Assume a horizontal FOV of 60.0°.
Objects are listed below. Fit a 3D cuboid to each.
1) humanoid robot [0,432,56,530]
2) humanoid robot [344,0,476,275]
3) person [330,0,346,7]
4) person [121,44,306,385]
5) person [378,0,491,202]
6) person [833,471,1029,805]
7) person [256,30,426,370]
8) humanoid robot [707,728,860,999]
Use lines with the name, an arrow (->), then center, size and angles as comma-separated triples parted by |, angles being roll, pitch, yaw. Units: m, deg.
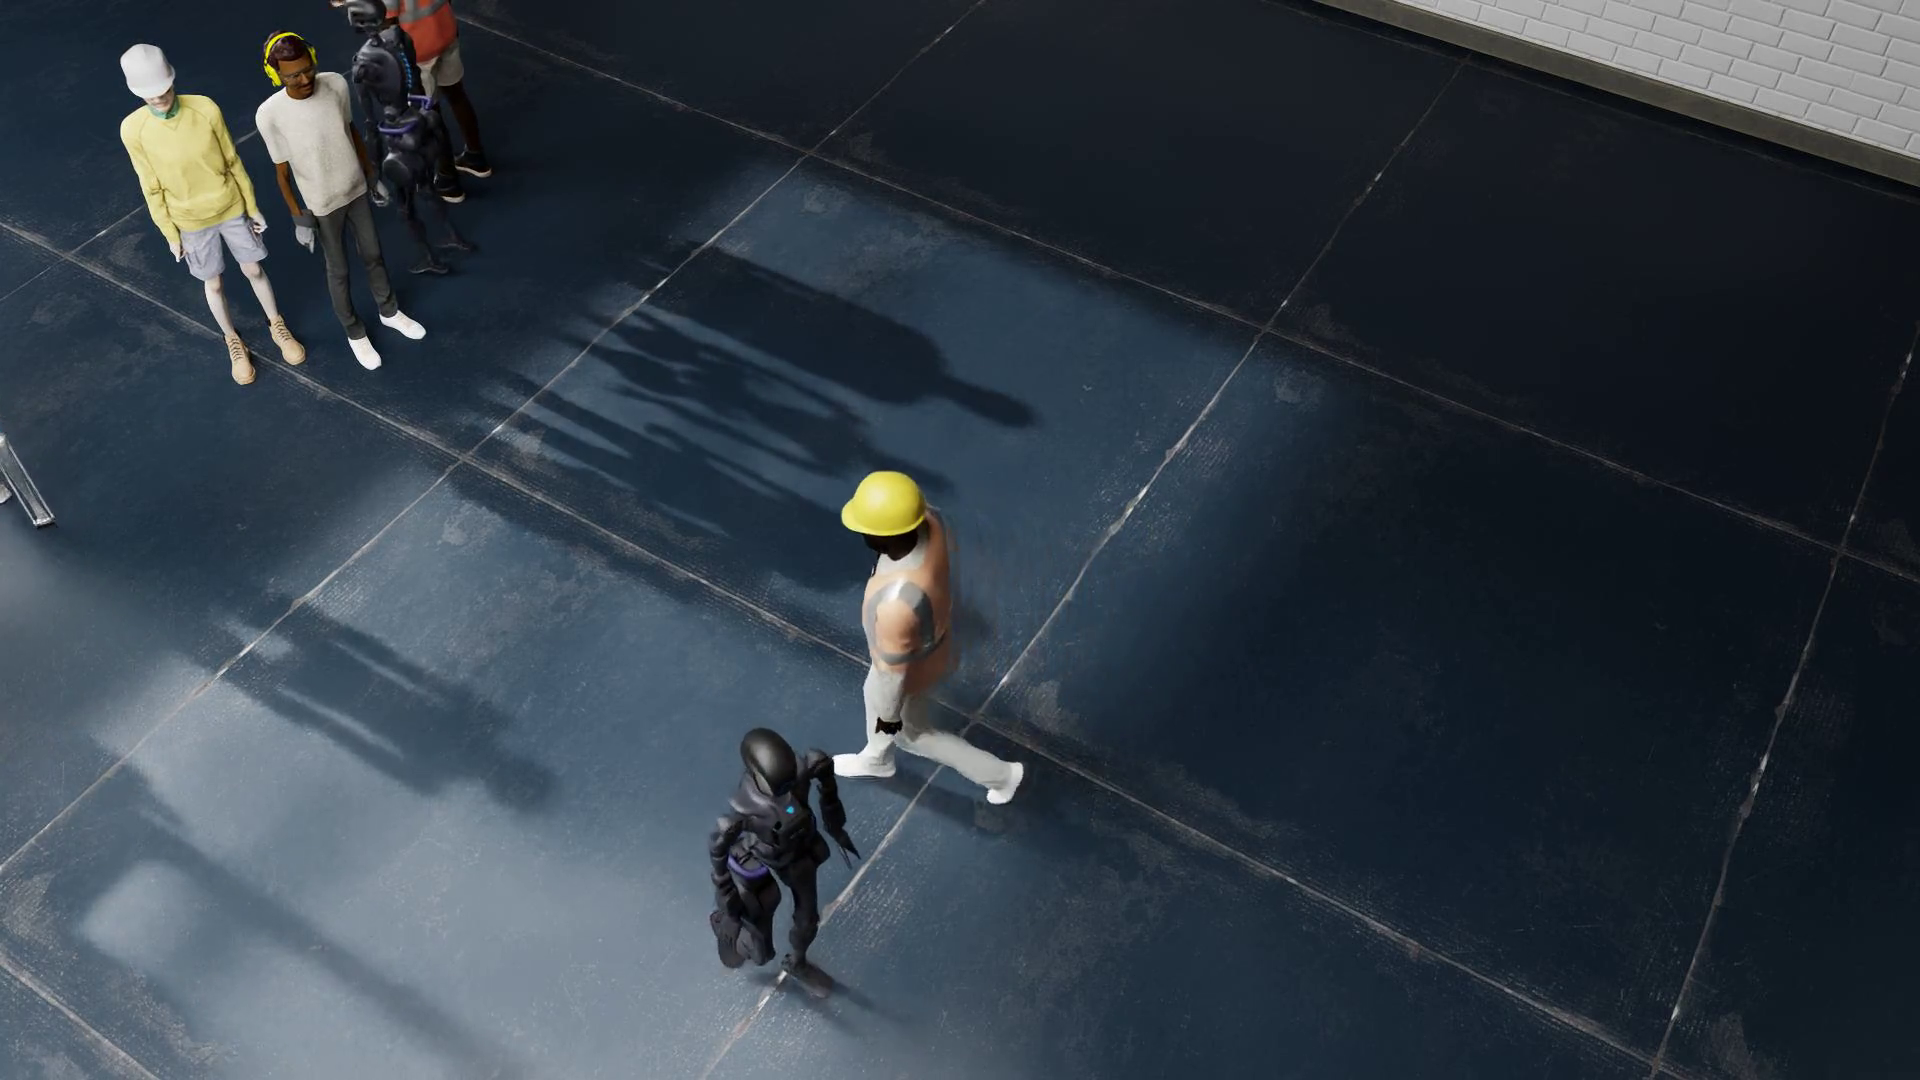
humanoid robot -> -4.594, -0.719, 7.526 | 0.835, 1.862, 0.548 | 32, 56, 25
humanoid robot -> -2.919, -2.093, 8.708 | 0.332, 1.652, 0.598 | 11, 50, 9
person -> -4.158, -4.529, 10.669 | 0.653, 1.942, 0.901 | -6, 49, -5
person -> -3.674, -1.593, 8.132 | 0.488, 1.889, 0.387 | -26, 54, -21
person -> -2.960, -2.771, 9.124 | 0.387, 1.953, 0.607 | 16, 51, 13
person -> -0.147, 0.428, 6.363 | 0.797, 1.896, 0.588 | 6, 49, 5
person -> -3.066, -1.680, 8.222 | 0.313, 1.869, 0.533 | 31, 56, 24
humanoid robot -> -0.685, 1.105, 5.922 | 0.592, 1.642, 0.475 | -36, 58, -27
